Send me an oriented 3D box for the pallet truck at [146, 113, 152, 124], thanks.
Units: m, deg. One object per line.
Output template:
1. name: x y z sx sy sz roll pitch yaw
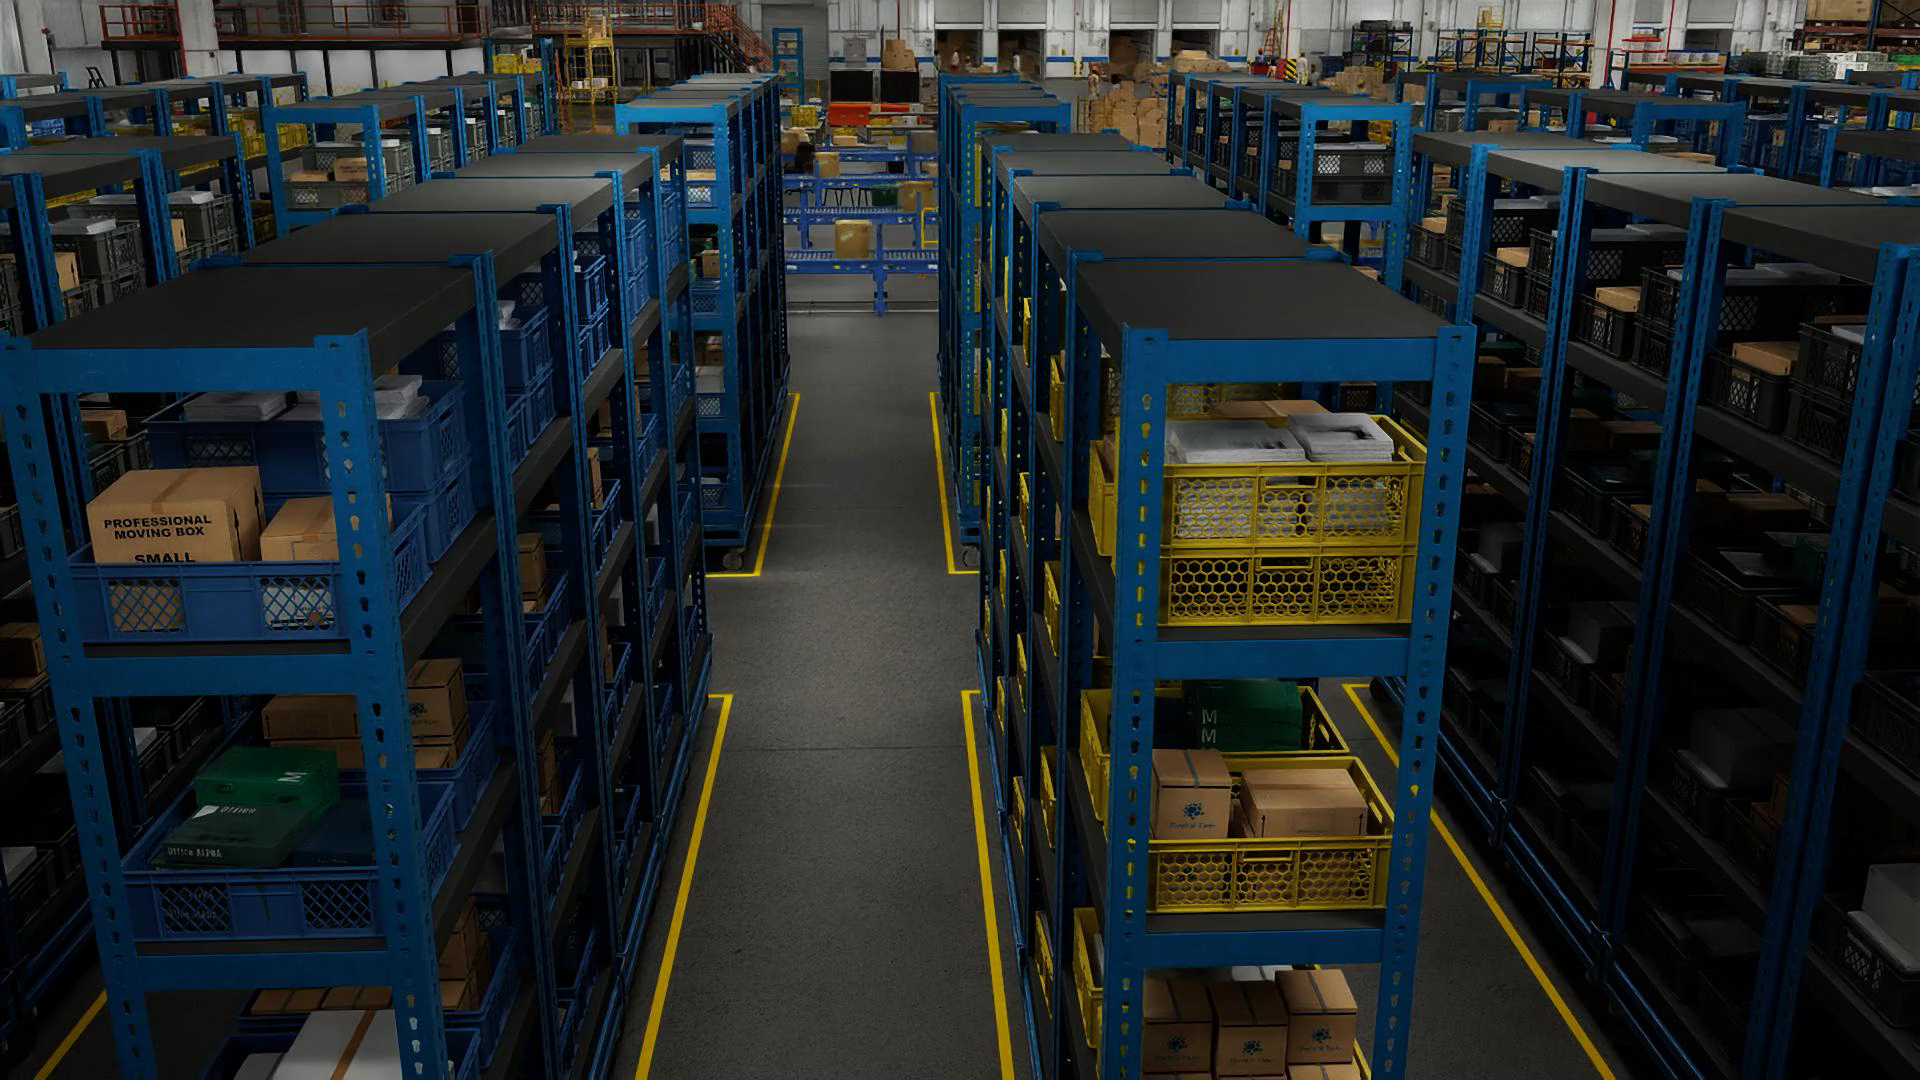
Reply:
1. pallet truck: -18.087 -8.309 36.390 1.885 1.965 0.823 -1 18 -4

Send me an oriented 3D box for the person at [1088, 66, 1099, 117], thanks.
1. person: 5.247 -17.545 65.084 0.384 1.927 0.544 -13 22 -34

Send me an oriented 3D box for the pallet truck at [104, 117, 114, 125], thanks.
1. pallet truck: -18.367 -7.885 35.078 1.885 1.965 0.823 1 18 2

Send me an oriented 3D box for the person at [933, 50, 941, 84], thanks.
1. person: -1.272 -26.032 91.504 0.429 1.832 0.639 -2 18 -7

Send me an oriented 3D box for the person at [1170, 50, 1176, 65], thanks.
1. person: 11.412 -25.118 88.543 0.600 1.910 0.590 17 25 42

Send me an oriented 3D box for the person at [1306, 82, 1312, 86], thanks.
1. person: 11.919 -14.857 57.143 0.320 1.692 0.534 7 19 20

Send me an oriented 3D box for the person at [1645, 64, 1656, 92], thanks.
1. person: 30.785 -20.424 74.081 0.574 1.876 0.355 -7 19 -21

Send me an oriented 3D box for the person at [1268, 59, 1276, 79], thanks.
1. person: 15.092 -22.395 80.476 0.321 1.690 0.533 17 24 41

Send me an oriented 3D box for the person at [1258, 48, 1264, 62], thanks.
1. person: 16.319 -25.720 90.363 0.379 1.938 0.547 0 18 1

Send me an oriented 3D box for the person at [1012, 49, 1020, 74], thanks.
1. person: 3.082 -25.503 89.768 0.997 1.903 0.629 12 21 33

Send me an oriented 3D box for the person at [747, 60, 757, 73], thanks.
1. person: -9.504 -20.892 75.593 0.579 1.826 0.985 -4 18 -12

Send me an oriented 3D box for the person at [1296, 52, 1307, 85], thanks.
1. person: 17.076 -23.380 83.123 0.355 1.936 0.637 -17 24 -42

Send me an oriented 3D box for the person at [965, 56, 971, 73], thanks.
1. person: 0.380 -23.632 84.219 0.321 1.745 0.498 -10 20 -28

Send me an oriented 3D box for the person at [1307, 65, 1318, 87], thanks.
1. person: 14.688 -18.863 69.296 0.845 1.845 0.516 -14 22 -36

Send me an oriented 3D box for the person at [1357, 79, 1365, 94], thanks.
1. person: 14.037 -15.294 58.458 0.914 1.720 0.530 12 21 32

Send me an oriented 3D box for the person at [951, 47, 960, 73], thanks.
1. person: -0.221 -26.844 93.849 1.089 1.936 0.629 2 18 6

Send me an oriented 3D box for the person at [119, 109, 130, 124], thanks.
1. person: -20.289 -9.688 40.844 0.838 1.882 0.639 11 21 30

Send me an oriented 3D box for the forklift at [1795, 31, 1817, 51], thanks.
1. forklift: 45.898 -26.250 90.495 1.129 2.768 1.873 -1 18 -2

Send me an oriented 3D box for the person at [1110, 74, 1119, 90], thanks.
1. person: 5.321 -15.216 57.835 0.505 1.944 0.616 0 18 -1

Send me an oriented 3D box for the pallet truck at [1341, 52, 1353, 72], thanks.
1. pallet truck: 18.794 -23.123 82.231 0.823 1.965 1.885 -13 22 -35

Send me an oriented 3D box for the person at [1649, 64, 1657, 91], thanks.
1. person: 31.295 -20.708 74.959 0.594 1.876 0.984 -15 23 -38

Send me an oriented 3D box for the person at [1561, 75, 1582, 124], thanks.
1. person: 20.159 -14.311 54.894 0.689 2.000 0.539 10 20 28

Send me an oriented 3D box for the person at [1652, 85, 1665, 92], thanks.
1. person: 26.776 -17.065 63.614 0.597 1.915 0.371 7 19 20
